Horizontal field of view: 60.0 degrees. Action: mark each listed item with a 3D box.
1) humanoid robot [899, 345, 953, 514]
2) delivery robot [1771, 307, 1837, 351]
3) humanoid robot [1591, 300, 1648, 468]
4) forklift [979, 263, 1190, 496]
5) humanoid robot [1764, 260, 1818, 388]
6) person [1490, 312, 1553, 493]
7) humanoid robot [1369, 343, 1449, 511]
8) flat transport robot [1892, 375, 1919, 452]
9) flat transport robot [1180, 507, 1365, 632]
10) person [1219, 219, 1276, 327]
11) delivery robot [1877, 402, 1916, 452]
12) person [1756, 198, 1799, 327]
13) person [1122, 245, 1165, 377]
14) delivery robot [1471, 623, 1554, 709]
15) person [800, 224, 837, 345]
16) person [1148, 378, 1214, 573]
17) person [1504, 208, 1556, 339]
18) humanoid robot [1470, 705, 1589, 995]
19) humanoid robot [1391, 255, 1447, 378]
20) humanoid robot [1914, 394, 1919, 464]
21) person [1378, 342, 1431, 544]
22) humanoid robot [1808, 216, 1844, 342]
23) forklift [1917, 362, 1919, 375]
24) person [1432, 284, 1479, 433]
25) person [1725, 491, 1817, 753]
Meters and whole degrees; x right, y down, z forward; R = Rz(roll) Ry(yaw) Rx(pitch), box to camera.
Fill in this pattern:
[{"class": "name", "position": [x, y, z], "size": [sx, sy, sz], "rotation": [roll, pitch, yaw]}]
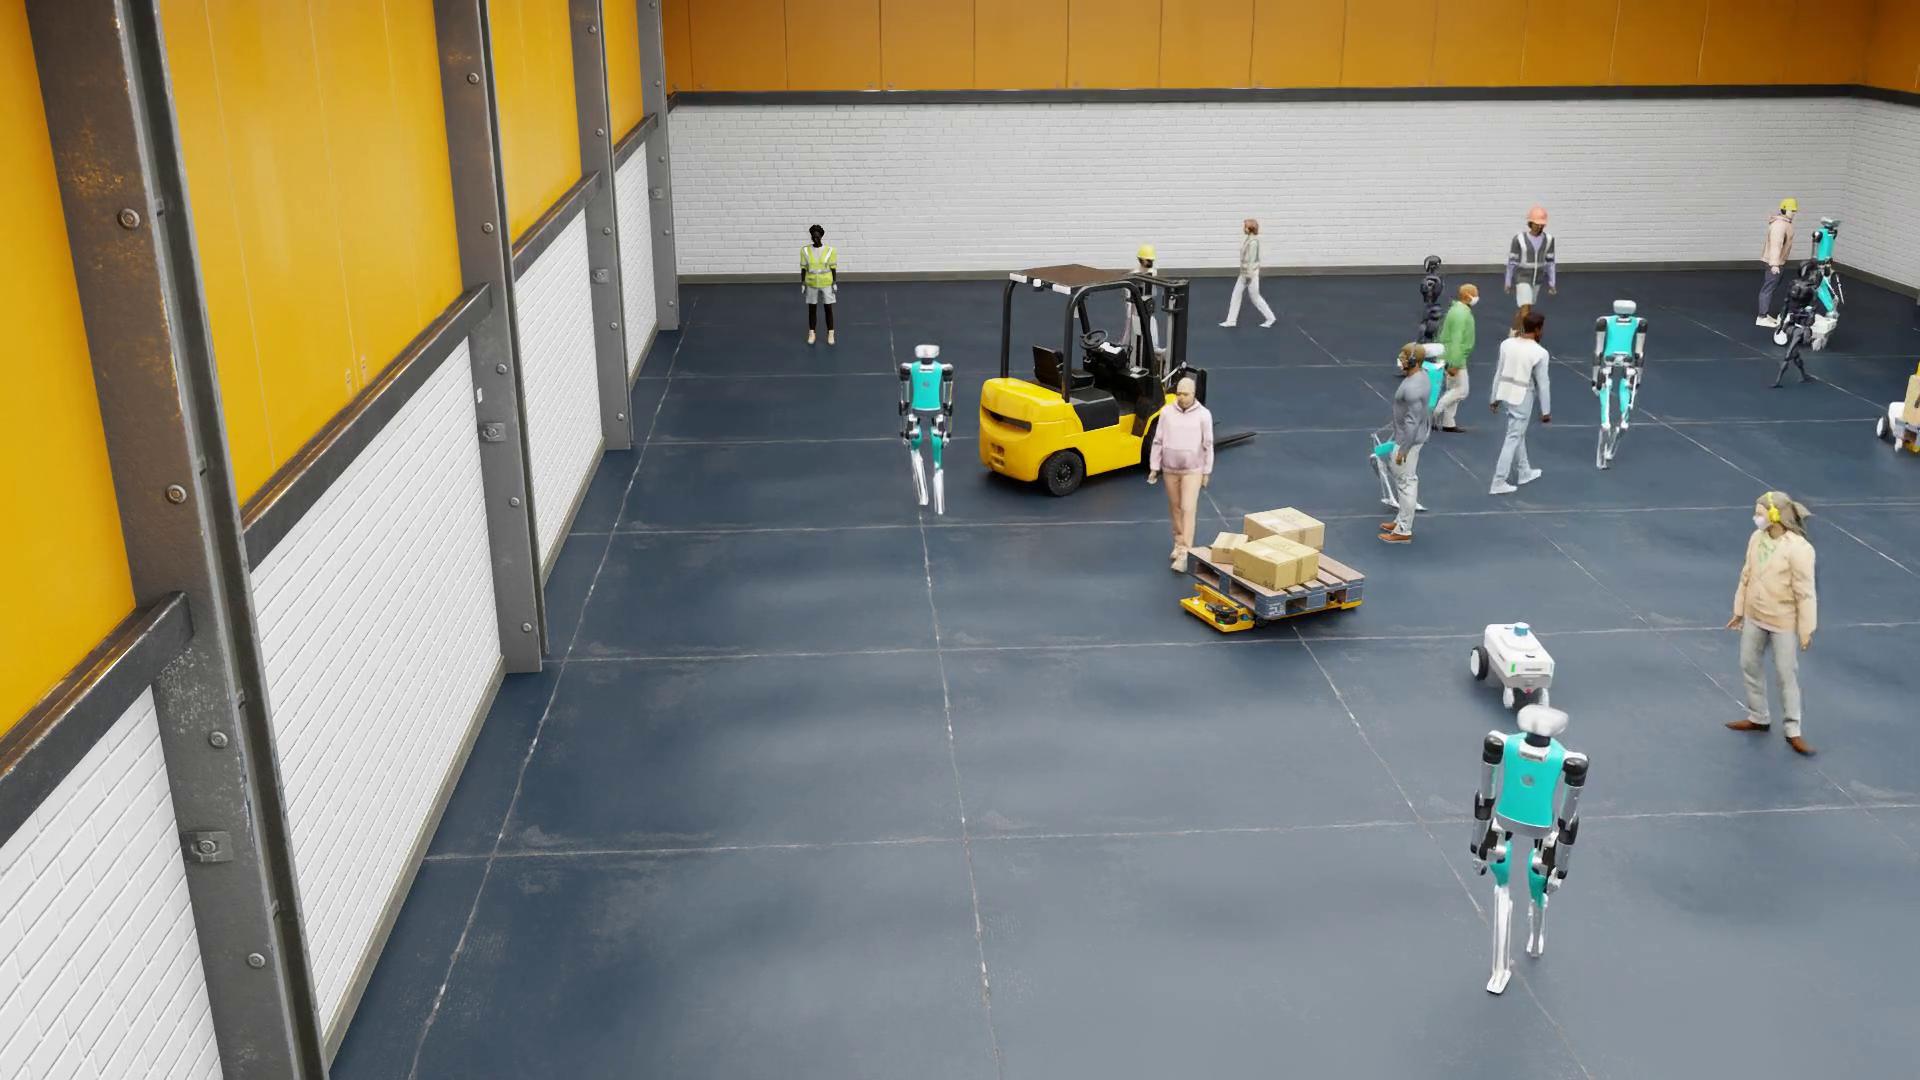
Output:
[{"class": "humanoid robot", "position": [-0.333, -1.114, 16.571], "size": [0.538, 1.801, 0.778], "rotation": [0, 20, 0]}, {"class": "delivery robot", "position": [11.826, -2.972, 23.298], "size": [0.748, 0.587, 0.524], "rotation": [17, 26, 38]}, {"class": "humanoid robot", "position": [7.137, -1.611, 18.035], "size": [0.534, 1.886, 0.769], "rotation": [4, 20, 10]}, {"class": "forklift", "position": [1.315, -1.764, 17.646], "size": [2.313, 2.155, 1.214], "rotation": [-14, 24, -33]}, {"class": "humanoid robot", "position": [10.666, -2.752, 21.163], "size": [0.801, 1.624, 0.609], "rotation": [-5, 21, -12]}, {"class": "person", "position": [5.866, -1.429, 17.178], "size": [0.881, 1.884, 0.613], "rotation": [-10, 22, -24]}, {"class": "humanoid robot", "position": [4.373, -1.123, 16.524], "size": [0.788, 1.756, 0.530], "rotation": [18, 27, 40]}, {"class": "flat transport robot", "position": [11.029, -0.925, 18.146], "size": [0.659, 0.231, 1.431], "rotation": [-3, 20, -8]}, {"class": "flat transport robot", "position": [2.679, 0.492, 14.286], "size": [1.431, 0.231, 0.659], "rotation": [-9, 22, -24]}, {"class": "person", "position": [4.259, -3.887, 24.268], "size": [0.810, 1.602, 0.520], "rotation": [-1, 20, -2]}, {"class": "delivery robot", "position": [10.735, -1.310, 18.808], "size": [0.499, 0.613, 0.811], "rotation": [6, 21, 16]}, {"class": "person", "position": [11.990, -4.091, 24.455], "size": [0.411, 1.864, 0.816], "rotation": [11, 23, 28]}, {"class": "person", "position": [2.400, -2.952, 21.557], "size": [0.543, 1.714, 0.893], "rotation": [-15, 25, -35]}, {"class": "delivery robot", "position": [4.254, 0.918, 12.713], "size": [0.499, 0.595, 0.781], "rotation": [0, 20, 0]}, {"class": "person", "position": [-1.981, -3.581, 23.320], "size": [0.534, 1.693, 0.319], "rotation": [1, 20, 3]}, {"class": "person", "position": [1.982, -0.593, 15.093], "size": [0.546, 1.751, 0.787], "rotation": [9, 22, 23]}, {"class": "person", "position": [7.859, -3.560, 22.834], "size": [0.629, 1.983, 1.033], "rotation": [-4, 20, -10]}, {"class": "humanoid robot", "position": [3.116, 1.670, 9.089], "size": [0.546, 1.876, 0.801], "rotation": [12, 23, 29]}, {"class": "humanoid robot", "position": [6.062, -2.866, 21.466], "size": [0.794, 1.623, 0.608], "rotation": [7, 21, 17]}, {"class": "humanoid robot", "position": [10.655, -1.590, 17.934], "size": [0.600, 1.652, 0.342], "rotation": [7, 21, 18]}, {"class": "person", "position": [4.218, -0.922, 15.717], "size": [0.361, 1.938, 0.634], "rotation": [7, 21, 18]}, {"class": "humanoid robot", "position": [12.223, -3.598, 23.326], "size": [0.539, 1.824, 0.660], "rotation": [-15, 25, -35]}, {"class": "forklift", "position": [12.602, -2.435, 19.475], "size": [2.313, 2.155, 1.214], "rotation": [-1, 20, -4]}, {"class": "person", "position": [5.668, -2.075, 19.119], "size": [0.472, 1.764, 0.534], "rotation": [4, 21, 11]}, {"class": "person", "position": [5.829, 0.570, 11.801], "size": [0.376, 1.844, 0.719], "rotation": [-9, 22, -23]}]
